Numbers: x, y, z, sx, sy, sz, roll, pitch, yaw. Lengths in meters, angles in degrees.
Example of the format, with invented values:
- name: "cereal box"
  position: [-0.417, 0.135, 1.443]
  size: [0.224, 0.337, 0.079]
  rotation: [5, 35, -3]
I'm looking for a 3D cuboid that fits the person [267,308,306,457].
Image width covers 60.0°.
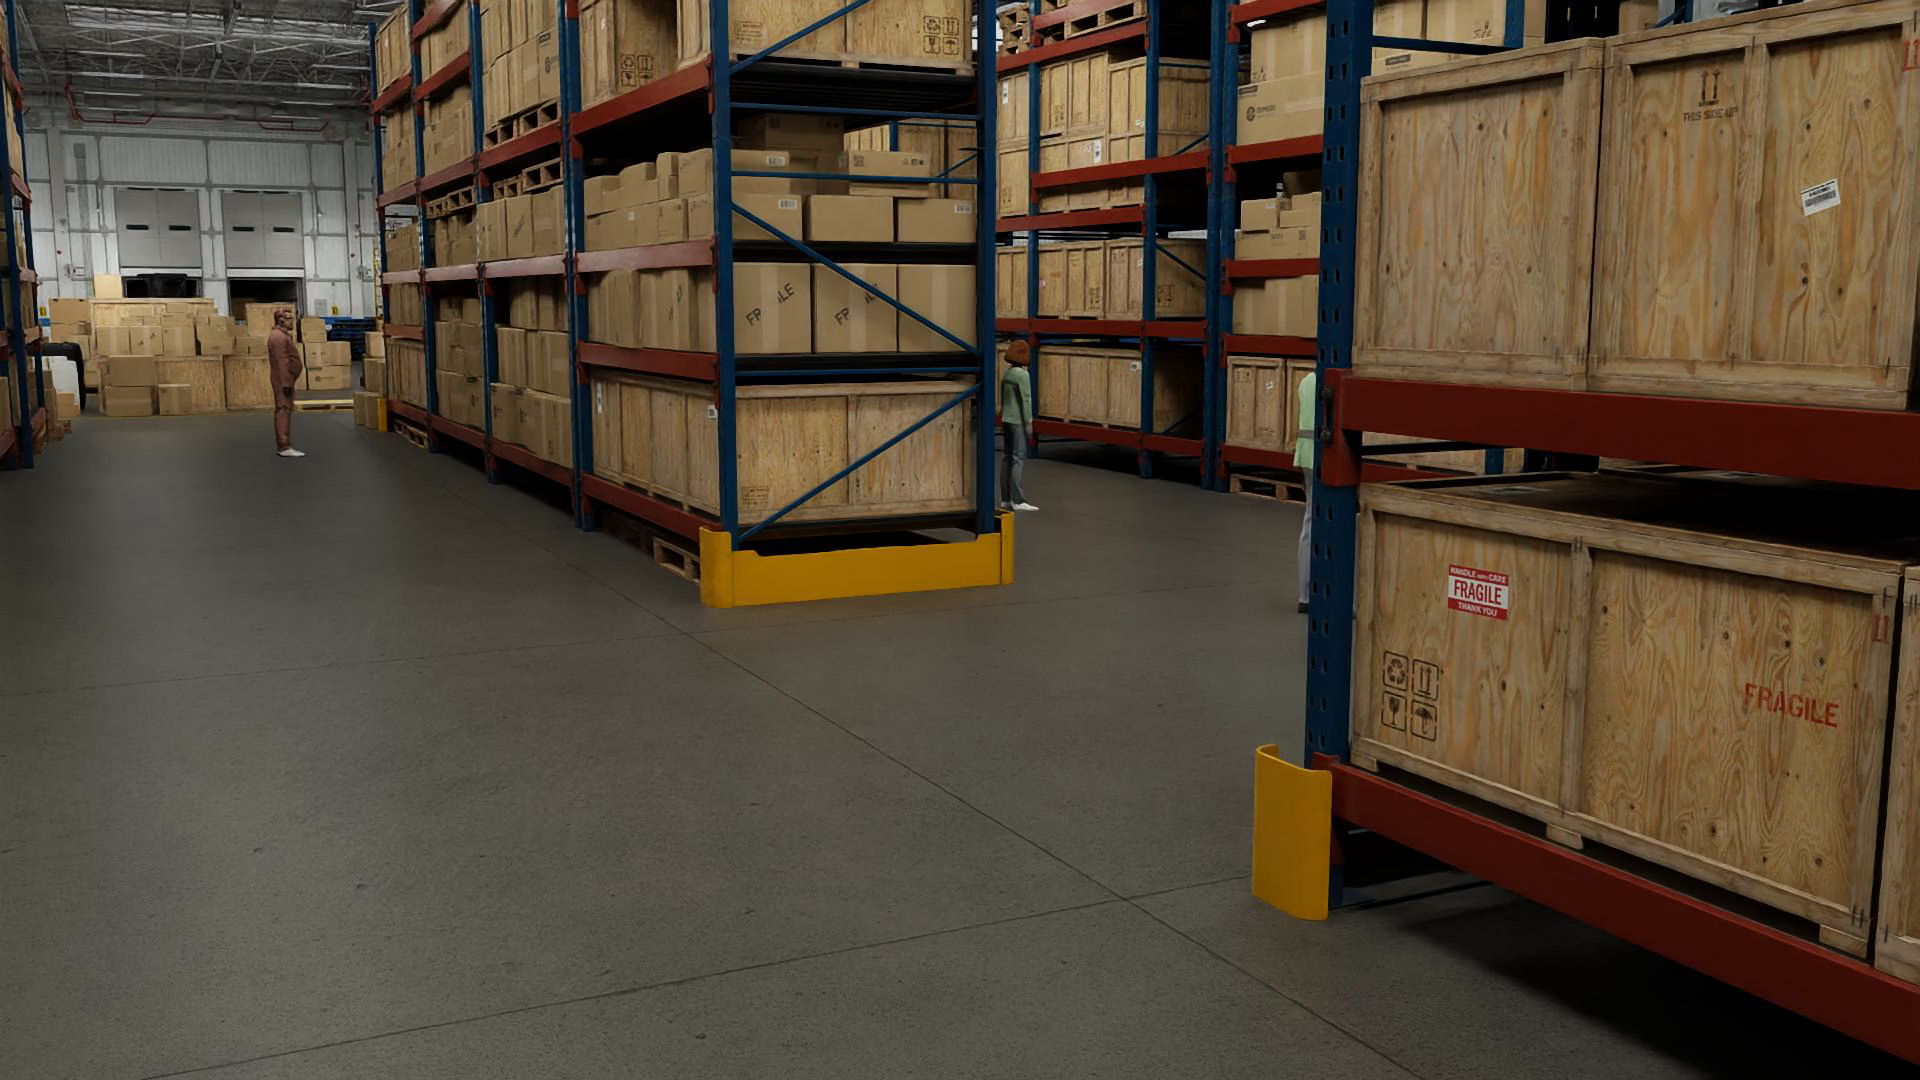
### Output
- name: "person"
  position: [-8.644, -2.018, 21.344]
  size: [0.401, 1.910, 0.640]
  rotation: [-4, 9, -24]

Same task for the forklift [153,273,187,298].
- name: "forklift"
  position: [-24.722, -6.986, 52.262]
  size: [1.873, 2.768, 1.129]
  rotation: [6, 10, 36]

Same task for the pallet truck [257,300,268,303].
- name: "pallet truck"
  position: [-23.913, -7.404, 58.171]
  size: [1.885, 1.965, 0.823]
  rotation: [-1, 8, -9]

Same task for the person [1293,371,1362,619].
- name: "person"
  position: [2.329, -0.422, 10.538]
  size: [0.395, 1.847, 0.564]
  rotation: [-4, 9, -24]

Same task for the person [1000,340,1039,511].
- name: "person"
  position: [0.549, -1.090, 15.880]
  size: [0.285, 1.634, 0.499]
  rotation: [-4, 9, -24]

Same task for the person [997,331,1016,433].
- name: "person"
  position: [0.703, -2.344, 24.501]
  size: [0.314, 1.642, 0.514]
  rotation: [-4, 9, -24]
